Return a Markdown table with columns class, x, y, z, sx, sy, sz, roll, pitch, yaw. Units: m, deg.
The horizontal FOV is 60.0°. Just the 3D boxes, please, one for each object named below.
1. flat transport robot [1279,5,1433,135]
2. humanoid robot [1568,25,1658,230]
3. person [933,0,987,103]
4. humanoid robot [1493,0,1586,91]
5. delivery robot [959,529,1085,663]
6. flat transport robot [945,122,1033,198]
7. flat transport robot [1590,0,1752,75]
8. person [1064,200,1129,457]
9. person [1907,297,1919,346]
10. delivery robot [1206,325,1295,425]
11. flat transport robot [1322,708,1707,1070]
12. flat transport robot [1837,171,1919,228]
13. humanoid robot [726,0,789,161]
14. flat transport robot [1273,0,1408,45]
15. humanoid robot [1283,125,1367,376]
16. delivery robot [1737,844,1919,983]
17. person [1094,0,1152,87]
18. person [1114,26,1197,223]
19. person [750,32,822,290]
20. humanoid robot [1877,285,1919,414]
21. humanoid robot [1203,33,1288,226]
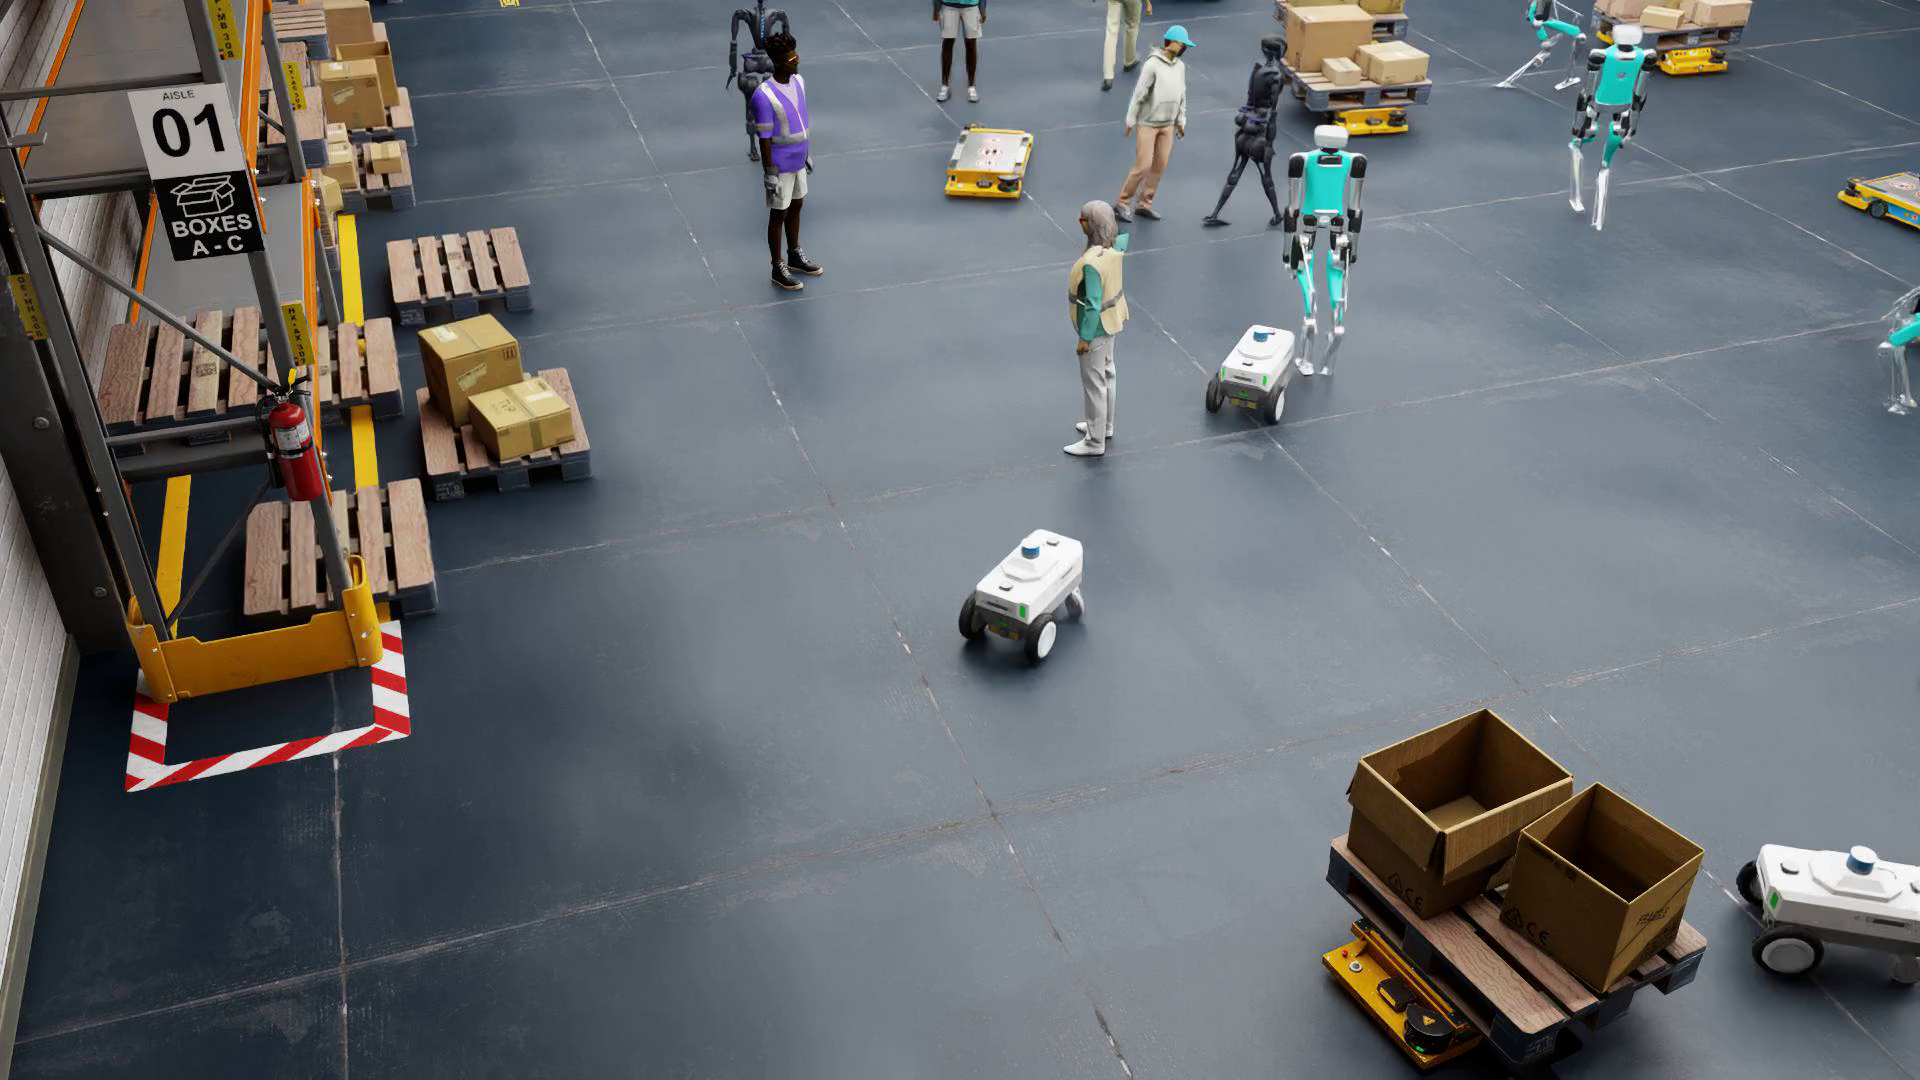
| class | x | y | z | sx | sy | sz | roll | pitch | yaw |
| --- | --- | --- | --- | --- | --- | --- | --- | --- | --- |
| flat transport robot | 3.872 | -4.347 | 16.526 | 0.659 | 0.231 | 1.431 | -6 | 34 | -8 |
| humanoid robot | 5.322 | -3.471 | 13.864 | 0.531 | 1.772 | 0.846 | 2 | 33 | 4 |
| person | 0.000 | -5.337 | 16.521 | 0.566 | 1.938 | 0.434 | 2 | 33 | 4 |
| humanoid robot | 6.044 | -5.348 | 16.769 | 1.029 | 1.781 | 0.535 | 4 | 33 | 6 |
| delivery robot | 0.383 | 0.269 | 9.173 | 0.518 | 0.582 | 0.744 | 19 | 37 | 26 |
| flat transport robot | 0.281 | -3.463 | 15.170 | 0.659 | 0.231 | 1.431 | 4 | 33 | 6 |
| flat transport robot | 7.637 | -5.386 | 18.119 | 0.659 | 0.231 | 1.431 | -8 | 34 | -13 |
| person | 0.880 | -1.336 | 10.588 | 0.364 | 1.708 | 0.472 | 11 | 35 | 16 |
| person | 7.133 | -2.113 | 11.801 | 0.411 | 1.674 | 0.540 | 18 | 37 | 26 |
| delivery robot | 2.028 | -1.159 | 11.388 | 0.499 | 0.611 | 0.814 | 15 | 36 | 21 |
| flat transport robot | 2.340 | 1.740 | 7.190 | 1.431 | 0.231 | 0.659 | -16 | 36 | -23 |
| flat transport robot | 8.304 | -2.793 | 14.143 | 0.659 | 0.231 | 1.431 | -15 | 36 | -22 |
| humanoid robot | -1.816 | -4.212 | 15.041 | 0.613 | 1.635 | 0.513 | -6 | 34 | -10 |
| flat transport robot | 4.168 | -5.552 | 18.373 | 0.659 | 0.231 | 1.431 | -4 | 33 | -6 |
| humanoid robot | 2.486 | -1.868 | 11.395 | 0.536 | 1.770 | 0.821 | 1 | 33 | 2 |
| delivery robot | 3.794 | 1.578 | 7.189 | 0.805 | 0.609 | 0.499 | 7 | 34 | 11 |
| person | 1.682 | -5.619 | 17.095 | 0.658 | 1.777 | 0.976 | 11 | 35 | 17 |
| person | 1.637 | -3.466 | 13.928 | 0.561 | 1.623 | 0.351 | -20 | 38 | -27 |
| person | -1.329 | -2.916 | 12.779 | 0.366 | 1.966 | 0.606 | 15 | 36 | 22 |
| humanoid robot | 6.473 | -1.651 | 11.053 | 0.668 | 1.799 | 0.542 | 26 | 41 | 34 |
| humanoid robot | 2.474 | -3.391 | 13.809 | 0.766 | 1.628 | 0.592 | -7 | 34 | -10 |
